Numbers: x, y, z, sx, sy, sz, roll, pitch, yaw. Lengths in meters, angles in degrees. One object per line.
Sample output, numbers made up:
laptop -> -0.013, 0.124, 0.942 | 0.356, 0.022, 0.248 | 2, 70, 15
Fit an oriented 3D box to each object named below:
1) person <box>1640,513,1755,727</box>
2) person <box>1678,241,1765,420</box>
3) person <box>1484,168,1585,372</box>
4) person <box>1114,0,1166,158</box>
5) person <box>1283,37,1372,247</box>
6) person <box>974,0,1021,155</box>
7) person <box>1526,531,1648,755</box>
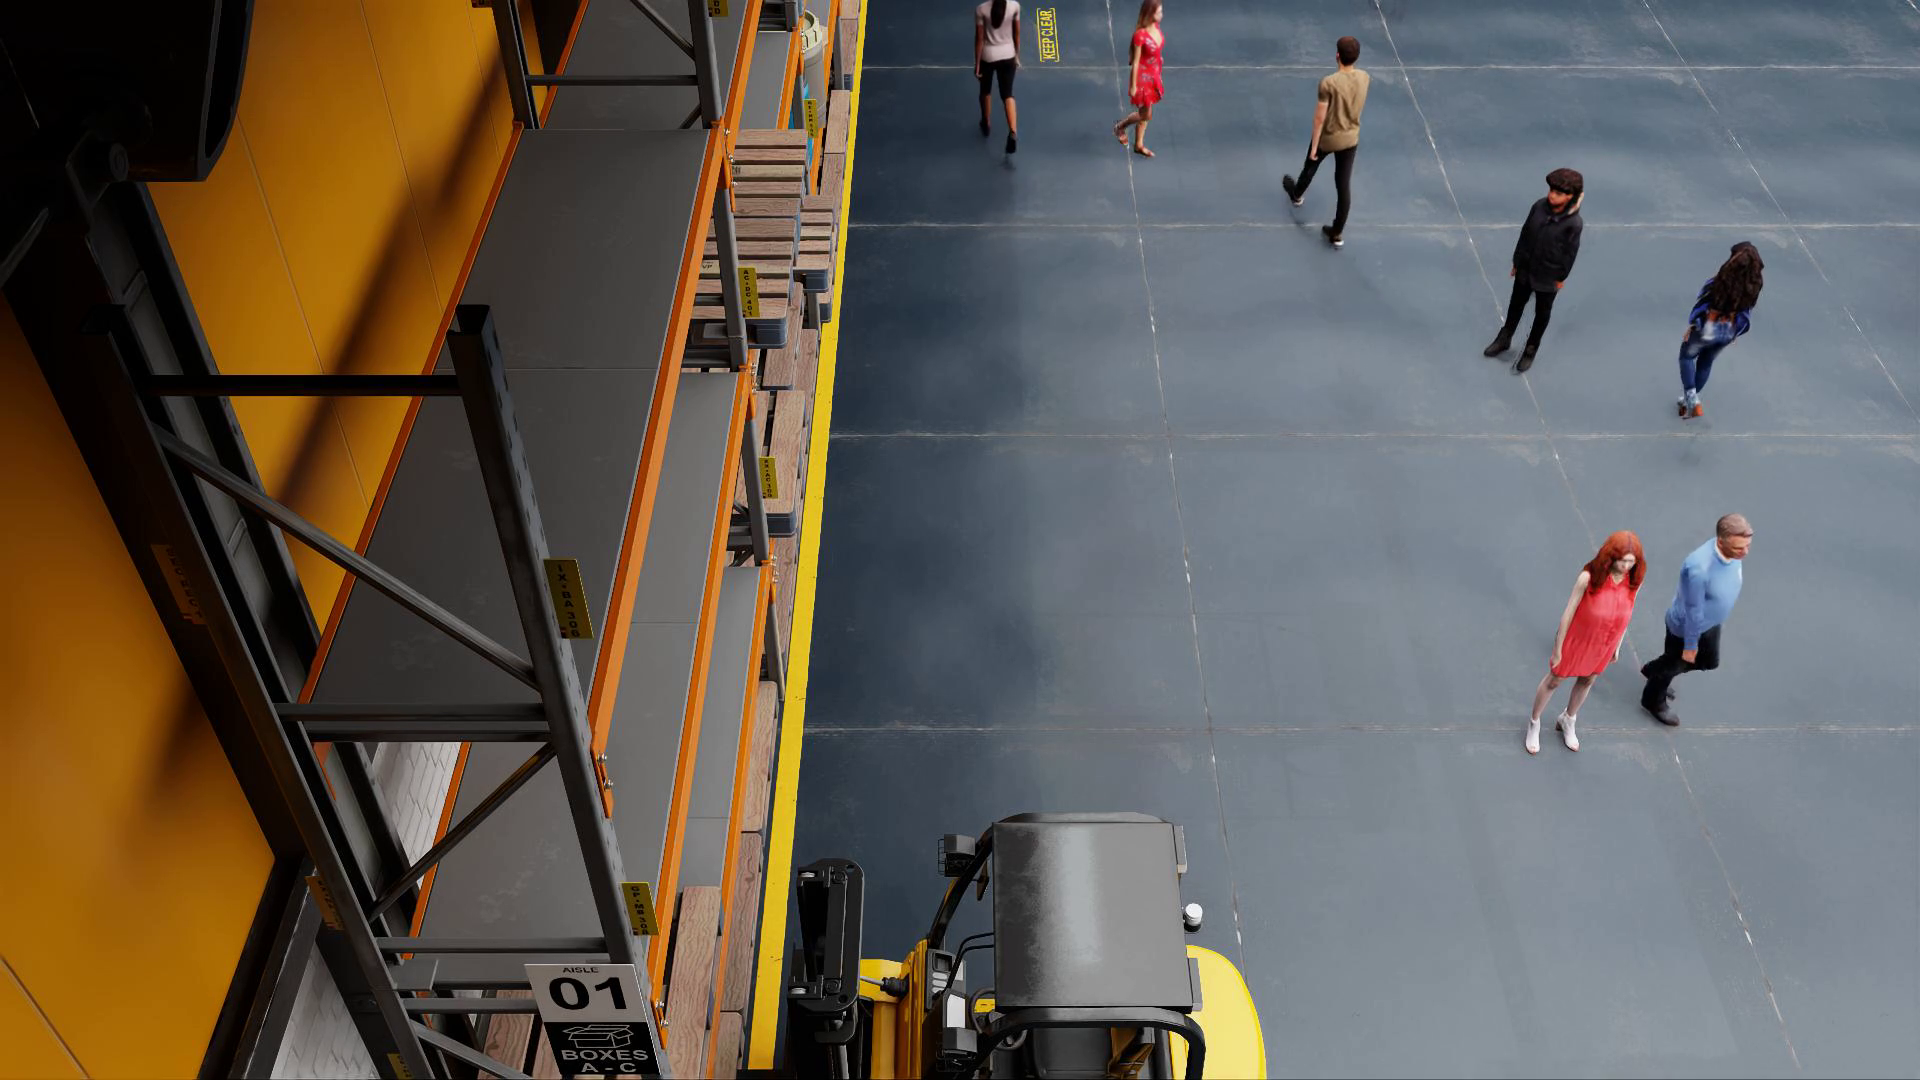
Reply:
person -> 4.551, 0.447, 10.473 | 0.806, 1.793, 0.849 | -29, 51, -27
person -> 5.756, -1.542, 12.693 | 0.642, 1.610, 0.727 | 3, 44, 3
person -> 4.630, -2.177, 13.237 | 0.721, 1.778, 0.779 | 34, 53, 30
person -> 1.673, -4.372, 15.681 | 0.825, 1.586, 0.791 | 24, 49, 23
person -> 3.336, -3.438, 14.545 | 0.882, 1.801, 1.296 | -12, 45, -12
person -> 0.373, -4.481, 15.697 | 0.763, 1.722, 1.131 | -8, 44, -9
person -> 3.861, 0.634, 10.251 | 0.597, 1.828, 0.521 | -3, 44, -3
